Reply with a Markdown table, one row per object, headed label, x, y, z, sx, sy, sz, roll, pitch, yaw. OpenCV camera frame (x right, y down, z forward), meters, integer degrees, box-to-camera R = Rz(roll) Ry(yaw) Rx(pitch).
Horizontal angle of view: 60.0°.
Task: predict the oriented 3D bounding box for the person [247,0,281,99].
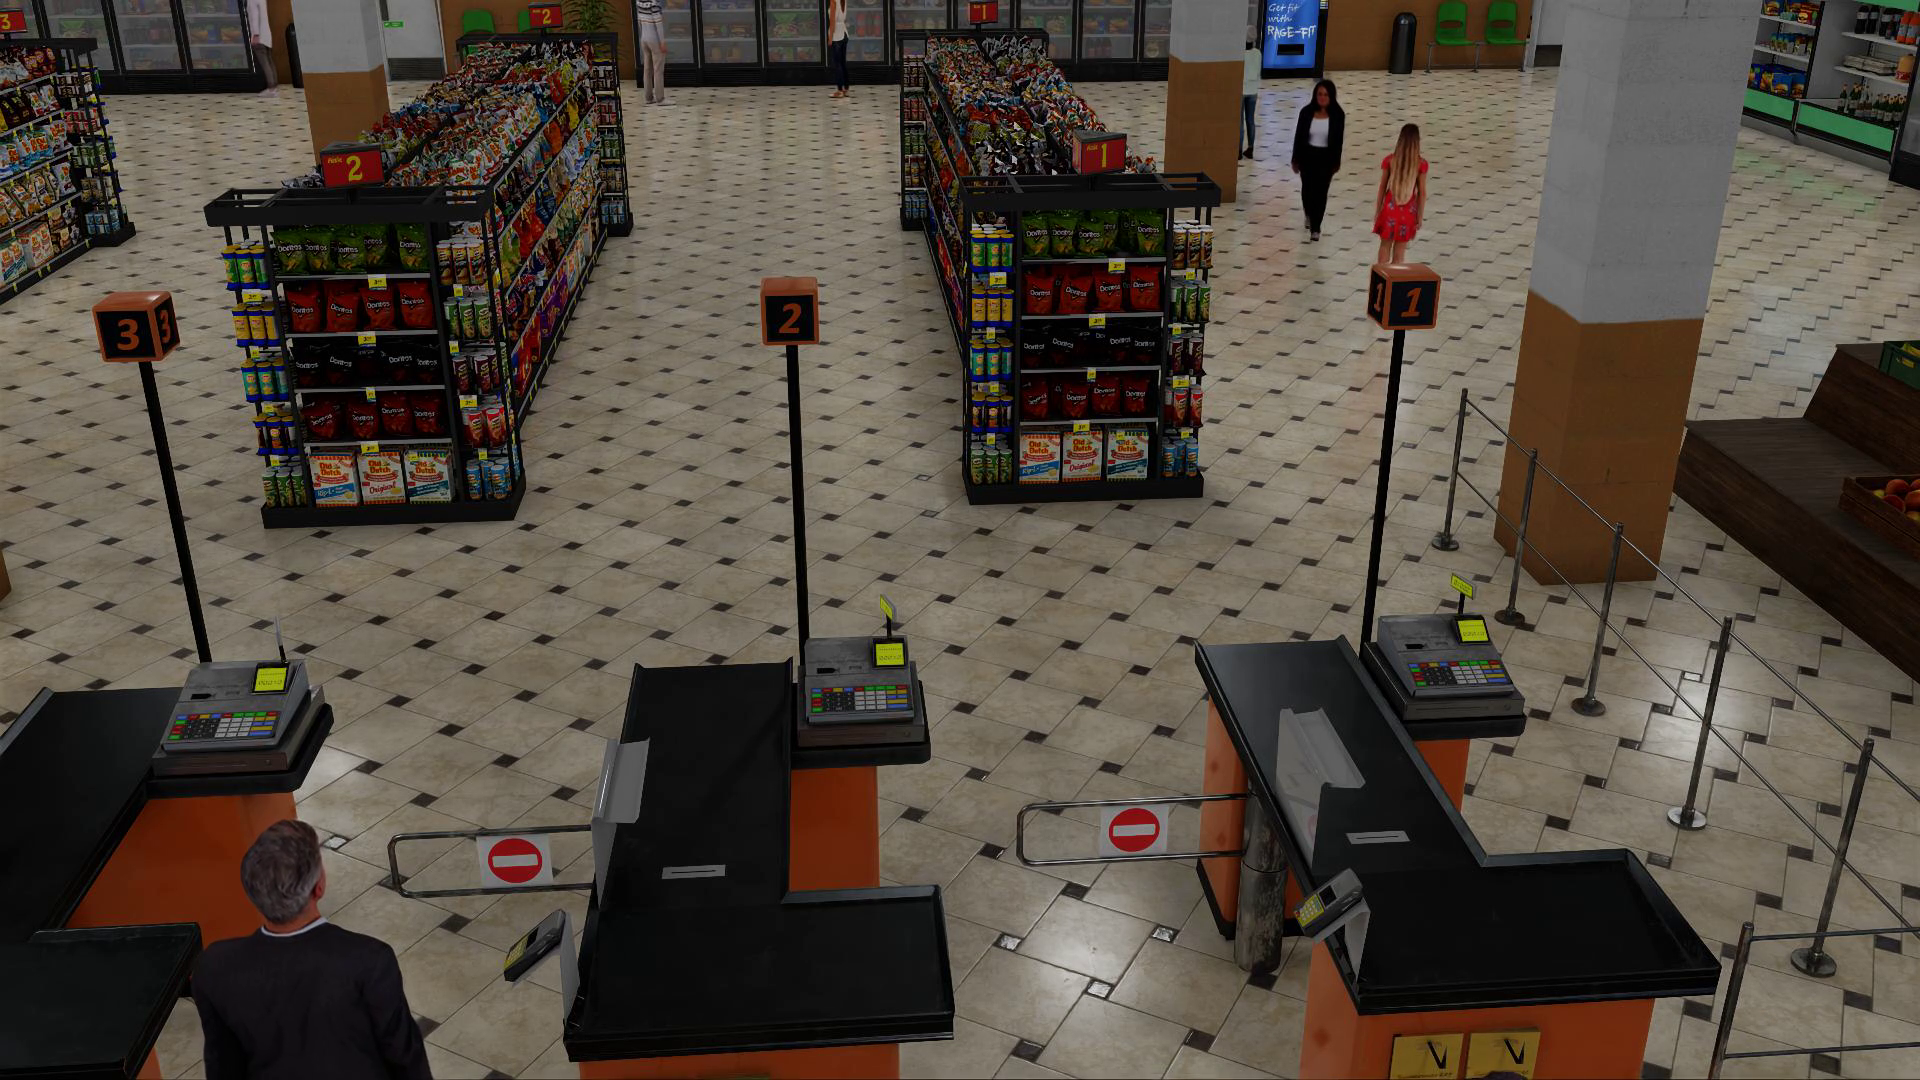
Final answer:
| label | x | y | z | sx | sy | sz | roll | pitch | yaw |
| --- | --- | --- | --- | --- | --- | --- | --- | --- | --- |
| person | -10.776 | -7.778 | 25.630 | 0.712 | 1.838 | 0.478 | -2 | 24 | -5 |

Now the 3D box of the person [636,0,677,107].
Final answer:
| label | x | y | z | sx | sy | sz | roll | pitch | yaw |
| --- | --- | --- | --- | --- | --- | --- | --- | --- | --- |
| person | -4.607 | -7.481 | 24.919 | 0.825 | 1.862 | 0.736 | -21 | 31 | -39 |

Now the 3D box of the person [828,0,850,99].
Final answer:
| label | x | y | z | sx | sy | sz | roll | pitch | yaw |
| --- | --- | --- | --- | --- | --- | --- | --- | --- | --- |
| person | -1.850 | -7.731 | 25.590 | 0.723 | 1.782 | 0.605 | 9 | 25 | 20 |

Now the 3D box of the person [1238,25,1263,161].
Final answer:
| label | x | y | z | sx | sy | sz | roll | pitch | yaw |
| --- | --- | --- | --- | --- | --- | --- | --- | --- | --- |
| person | 3.607 | -5.669 | 21.047 | 0.632 | 1.647 | 0.601 | -11 | 26 | -24 |

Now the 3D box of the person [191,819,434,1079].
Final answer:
| label | x | y | z | sx | sy | sz | roll | pitch | yaw |
| --- | --- | --- | --- | --- | --- | --- | --- | --- | --- |
| person | -1.631 | 1.532 | 4.349 | 0.725 | 1.842 | 0.615 | 0 | 24 | -1 |

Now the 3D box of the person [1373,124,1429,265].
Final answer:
| label | x | y | z | sx | sy | sz | roll | pitch | yaw |
| --- | --- | --- | --- | --- | --- | --- | --- | --- | --- |
| person | 3.861 | -2.855 | 14.698 | 0.734 | 1.582 | 0.813 | 9 | 25 | 20 |

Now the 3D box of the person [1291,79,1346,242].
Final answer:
| label | x | y | z | sx | sy | sz | roll | pitch | yaw |
| --- | --- | --- | --- | --- | --- | --- | --- | --- | --- |
| person | 3.680 | -3.909 | 17.113 | 0.891 | 1.577 | 1.196 | 6 | 24 | 12 |
